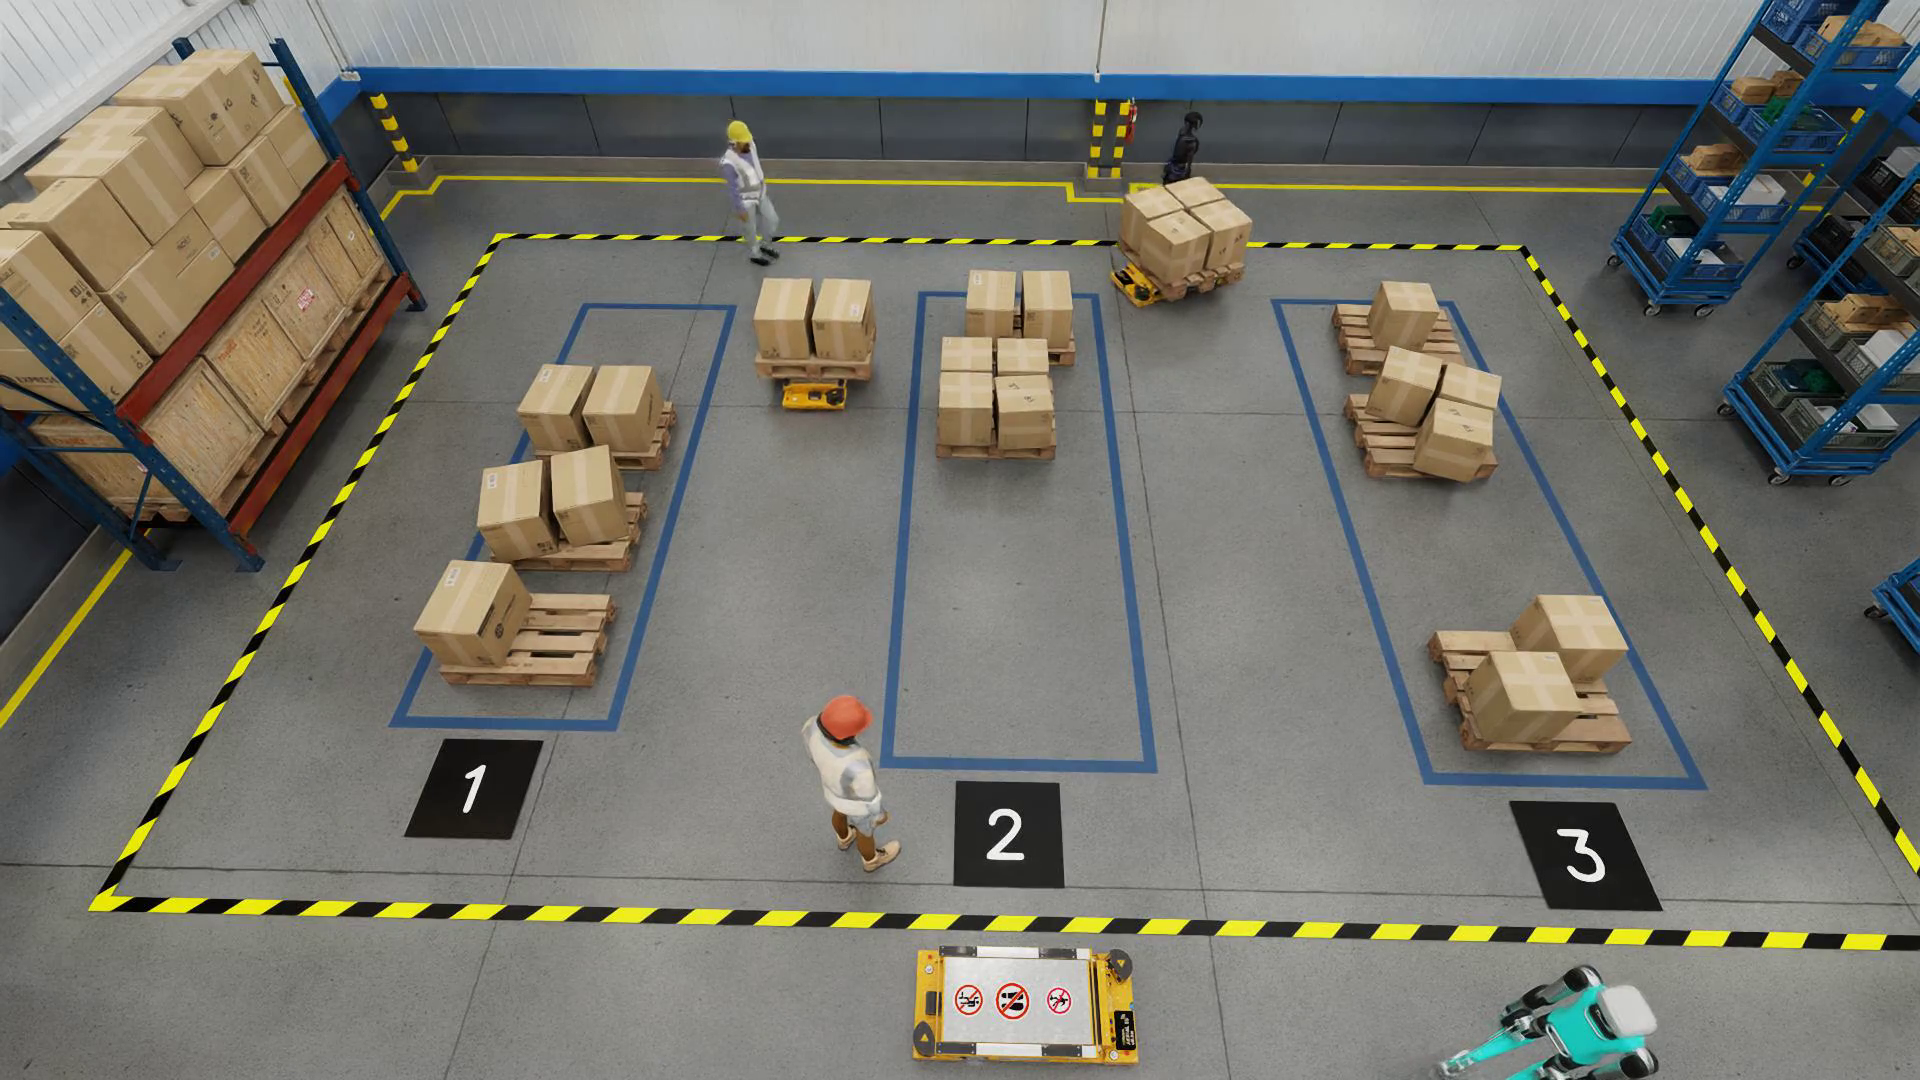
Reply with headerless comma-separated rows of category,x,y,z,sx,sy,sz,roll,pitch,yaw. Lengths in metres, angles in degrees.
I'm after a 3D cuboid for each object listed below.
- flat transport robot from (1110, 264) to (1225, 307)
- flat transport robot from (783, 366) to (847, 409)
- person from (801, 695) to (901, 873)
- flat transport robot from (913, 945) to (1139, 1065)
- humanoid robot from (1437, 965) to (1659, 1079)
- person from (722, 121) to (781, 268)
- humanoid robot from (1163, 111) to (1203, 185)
flat transport robot,2.613,-3.259,11.125,1.431,0.197,0.652,-20,54,-15
flat transport robot,-1.537,-1.998,10.096,0.652,0.197,1.431,1,51,1
person,-0.700,1.617,6.031,0.604,2.033,0.394,37,60,26
flat transport robot,0.422,3.041,6.007,1.431,0.231,0.659,1,51,1
humanoid robot,3.098,2.883,5.101,0.735,1.677,0.533,-12,52,-10
person,-2.430,-4.028,10.770,0.508,1.812,0.614,19,53,15
humanoid robot,2.641,-4.418,11.184,0.421,1.644,0.590,-7,51,-6
